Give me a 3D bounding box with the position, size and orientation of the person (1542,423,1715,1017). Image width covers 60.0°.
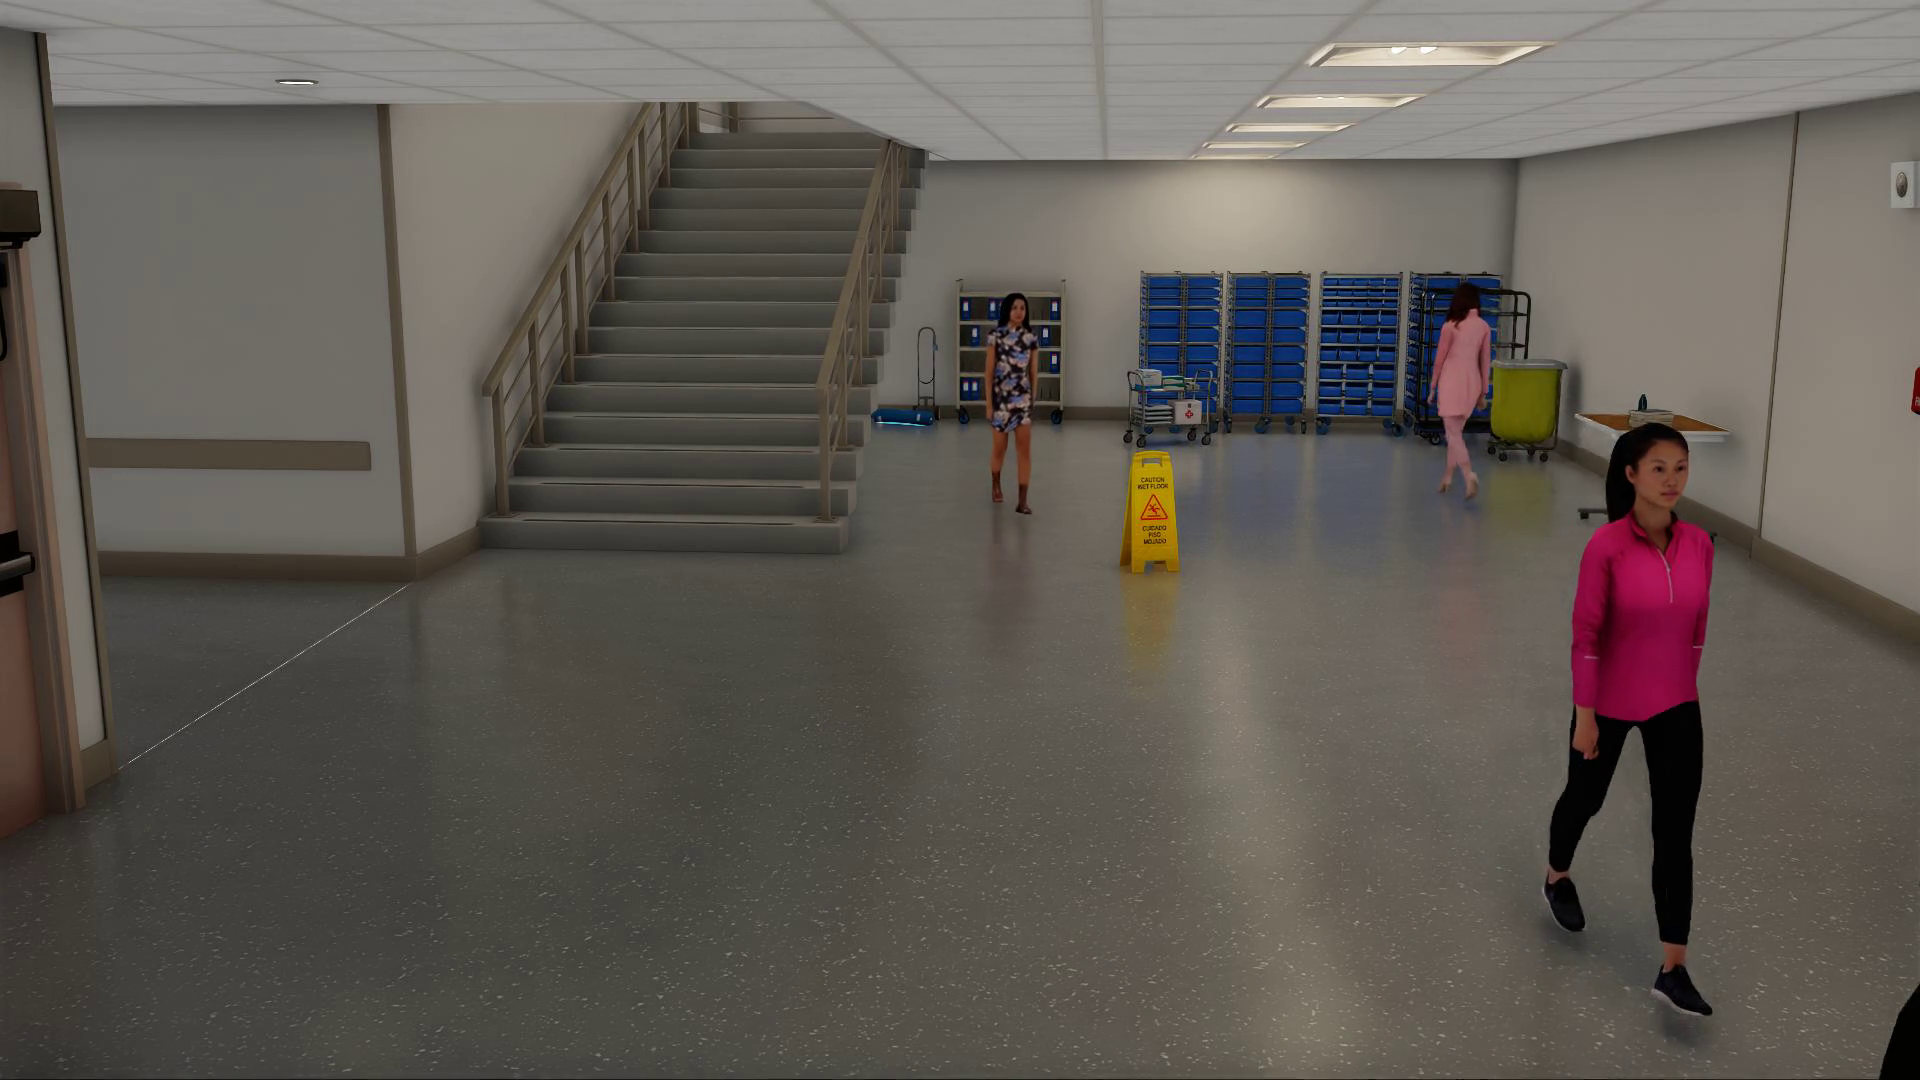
[{"bbox_3d":[1.986,0.500,5.035,0.733,1.655,1.182,-1,11,-5],"label":"person"}]

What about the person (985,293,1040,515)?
[{"bbox_3d":[0.377,-1.063,13.166,0.765,1.695,1.163,-1,11,-7],"label":"person"}]

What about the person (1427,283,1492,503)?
[{"bbox_3d":[4.083,-1.167,13.521,0.821,1.767,1.166,-2,11,-11],"label":"person"}]
